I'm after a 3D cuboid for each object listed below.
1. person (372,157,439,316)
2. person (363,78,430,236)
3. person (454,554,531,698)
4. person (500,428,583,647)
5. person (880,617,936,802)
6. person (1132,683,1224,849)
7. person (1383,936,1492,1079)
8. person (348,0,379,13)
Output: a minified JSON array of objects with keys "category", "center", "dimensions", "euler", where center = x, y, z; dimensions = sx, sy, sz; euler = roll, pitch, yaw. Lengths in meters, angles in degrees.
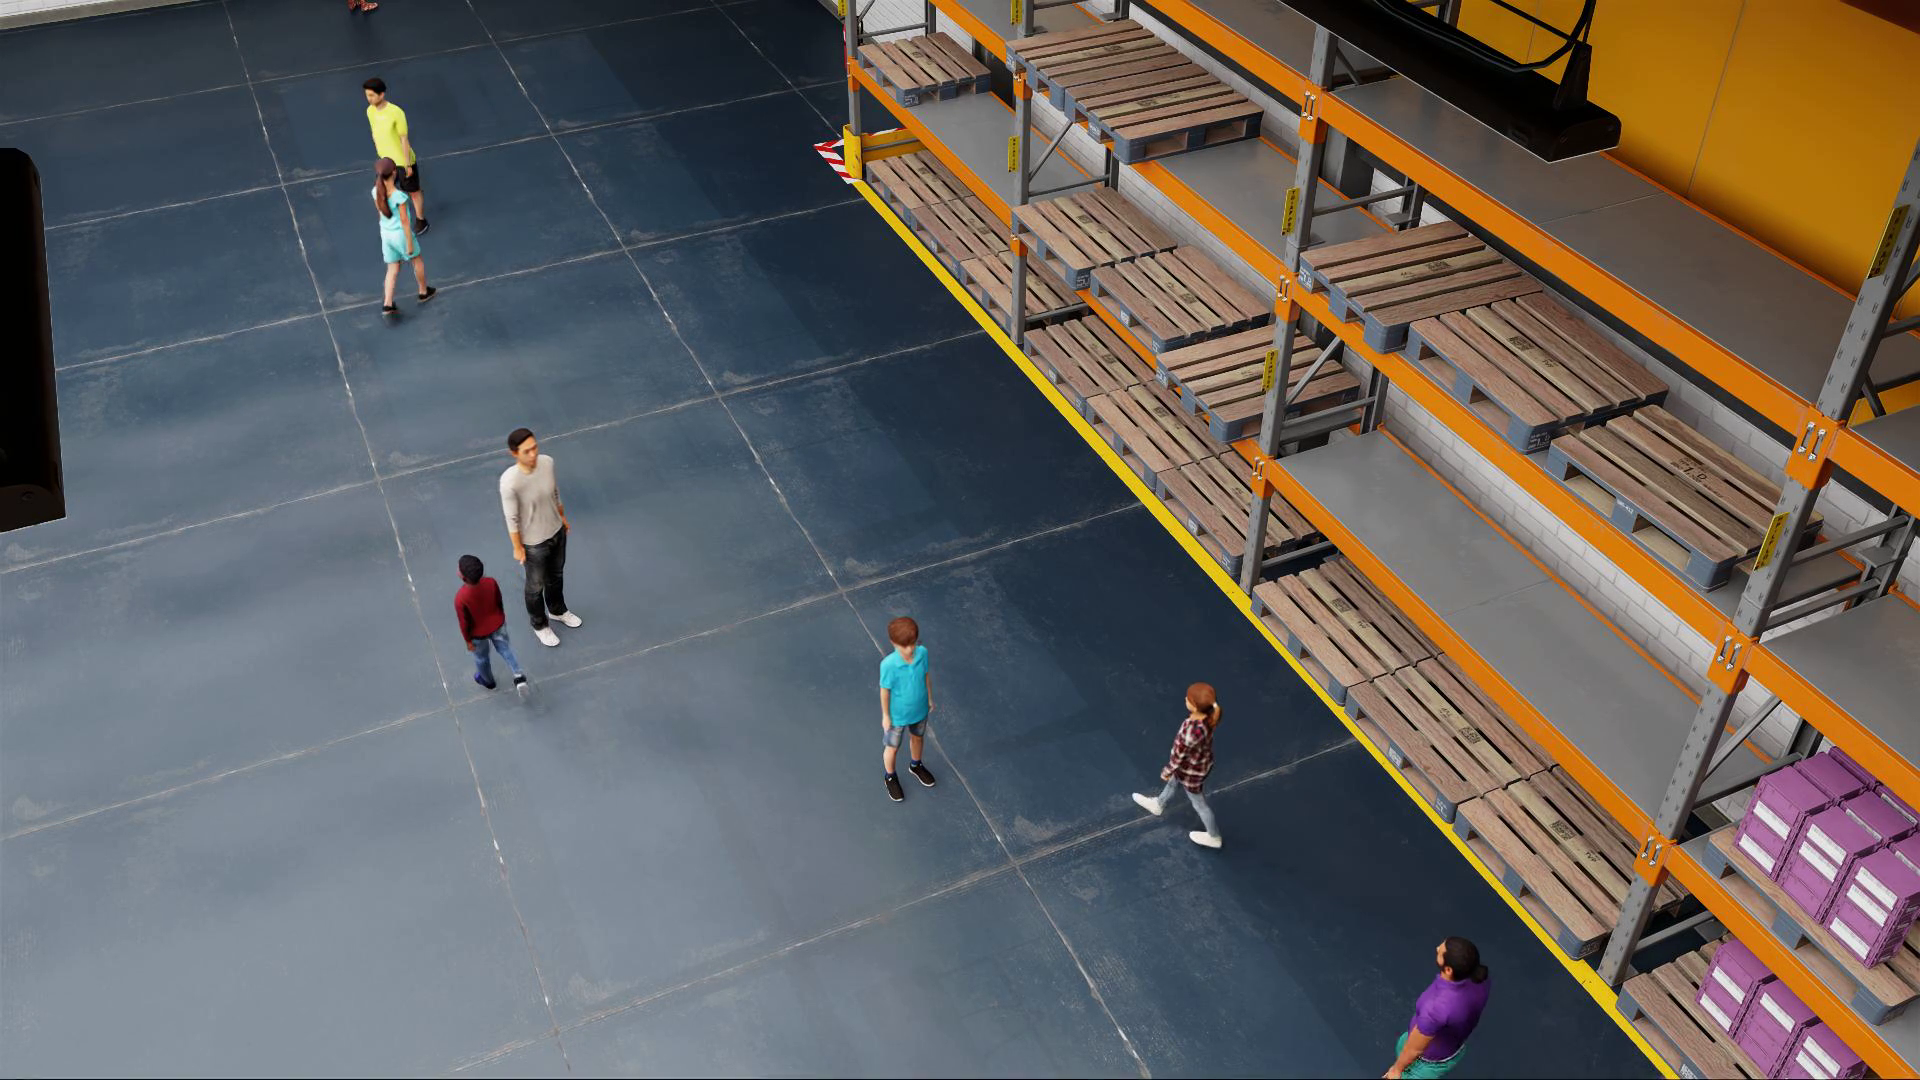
[{"category":"person","center":[-5.347,-2.831,15.675],"dimensions":[0.947,1.535,1.014],"euler":[11,40,13]},{"category":"person","center":[-5.684,-3.933,16.927],"dimensions":[0.778,1.696,0.837],"euler":[12,40,15]},{"category":"person","center":[-3.276,0.615,11.594],"dimensions":[0.814,1.244,0.650],"euler":[31,48,33]},{"category":"person","center":[-3.038,-0.056,11.979],"dimensions":[0.727,1.811,0.736],"euler":[23,44,26]},{"category":"person","center":[-0.352,1.071,10.859],"dimensions":[0.551,1.449,0.510],"euler":[-22,44,-26]},{"category":"person","center":[1.527,1.454,10.521],"dimensions":[0.956,1.271,0.850],"euler":[17,42,21]},{"category":"person","center":[2.521,2.692,8.579],"dimensions":[0.770,1.761,0.828],"euler":[-32,48,-33]},{"category":"person","center":[-8.022,-7.775,21.719],"dimensions":[0.650,1.719,0.726],"euler":[16,41,19]}]
